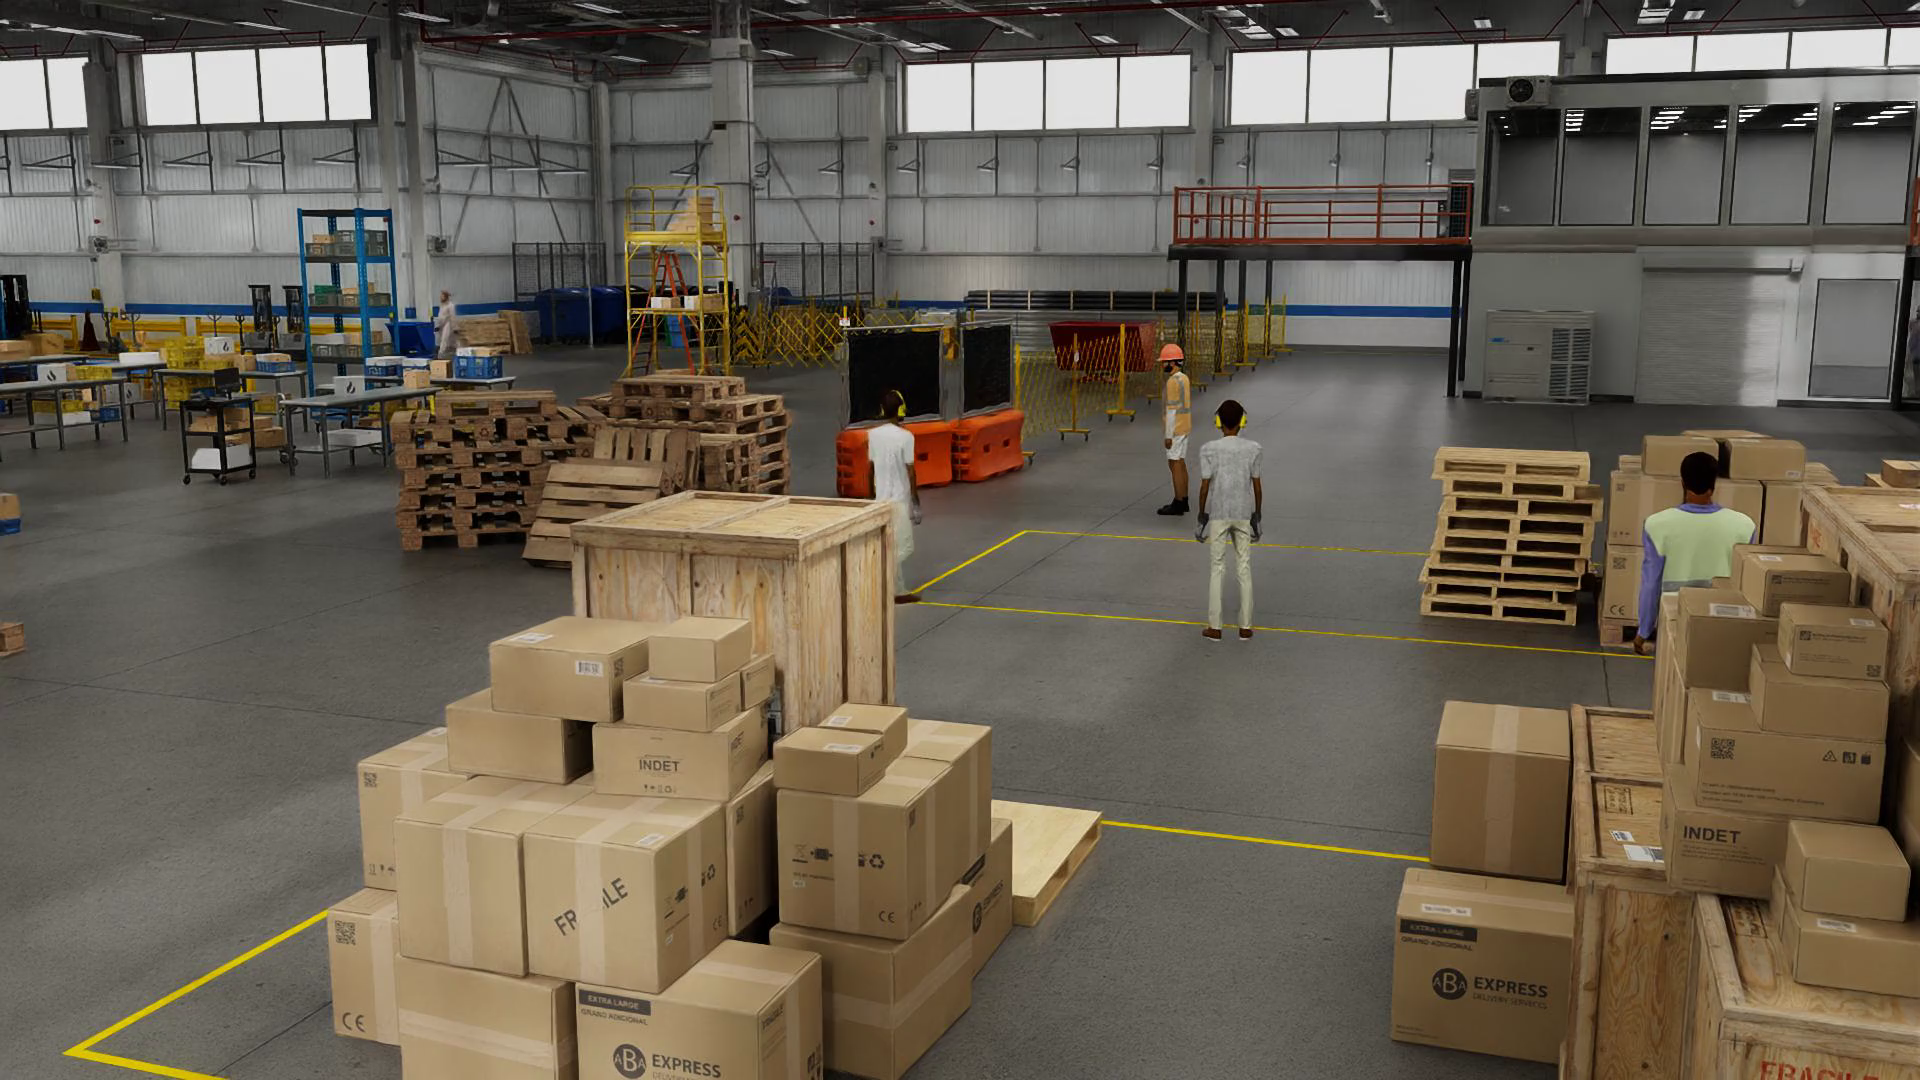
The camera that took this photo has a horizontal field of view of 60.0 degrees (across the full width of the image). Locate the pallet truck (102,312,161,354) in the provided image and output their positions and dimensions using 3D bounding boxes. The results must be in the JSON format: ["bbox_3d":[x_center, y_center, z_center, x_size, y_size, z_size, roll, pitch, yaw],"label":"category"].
[{"bbox_3d":[-23.057,-5.777,46.261,0.680,1.201,1.601,3,11,19],"label":"pallet truck"}]

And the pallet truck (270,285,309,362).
[{"bbox_3d":[-17.147,-5.700,43.663,0.823,1.965,1.885,3,11,17],"label":"pallet truck"}]

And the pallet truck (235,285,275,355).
[{"bbox_3d":[-18.327,-5.835,44.421,0.823,1.965,1.885,4,11,23],"label":"pallet truck"}]

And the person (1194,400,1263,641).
[{"bbox_3d":[2.062,-0.147,12.770,0.520,1.865,0.328,0,10,-1],"label":"person"}]

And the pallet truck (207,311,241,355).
[{"bbox_3d":[-19.537,-5.575,44.913,0.653,1.274,1.630,3,11,19],"label":"pallet truck"}]

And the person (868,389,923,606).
[{"bbox_3d":[-0.577,-0.325,13.794,0.543,1.850,0.709,9,14,42],"label":"person"}]

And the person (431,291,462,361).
[{"bbox_3d":[-13.288,-5.539,43.182,1.011,1.859,0.644,-7,12,-35],"label":"person"}]

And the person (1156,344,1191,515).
[{"bbox_3d":[2.400,-1.242,18.770,0.399,1.928,0.542,4,11,20],"label":"person"}]

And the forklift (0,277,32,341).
[{"bbox_3d":[-27.151,-6.329,46.328,1.157,1.987,2.680,3,11,17],"label":"forklift"}]

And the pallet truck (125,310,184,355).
[{"bbox_3d":[-22.038,-5.665,45.457,0.704,1.261,1.522,3,11,17],"label":"pallet truck"}]

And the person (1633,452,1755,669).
[{"bbox_3d":[4.009,0.476,9.119,0.590,1.913,0.398,1,10,5],"label":"person"}]
